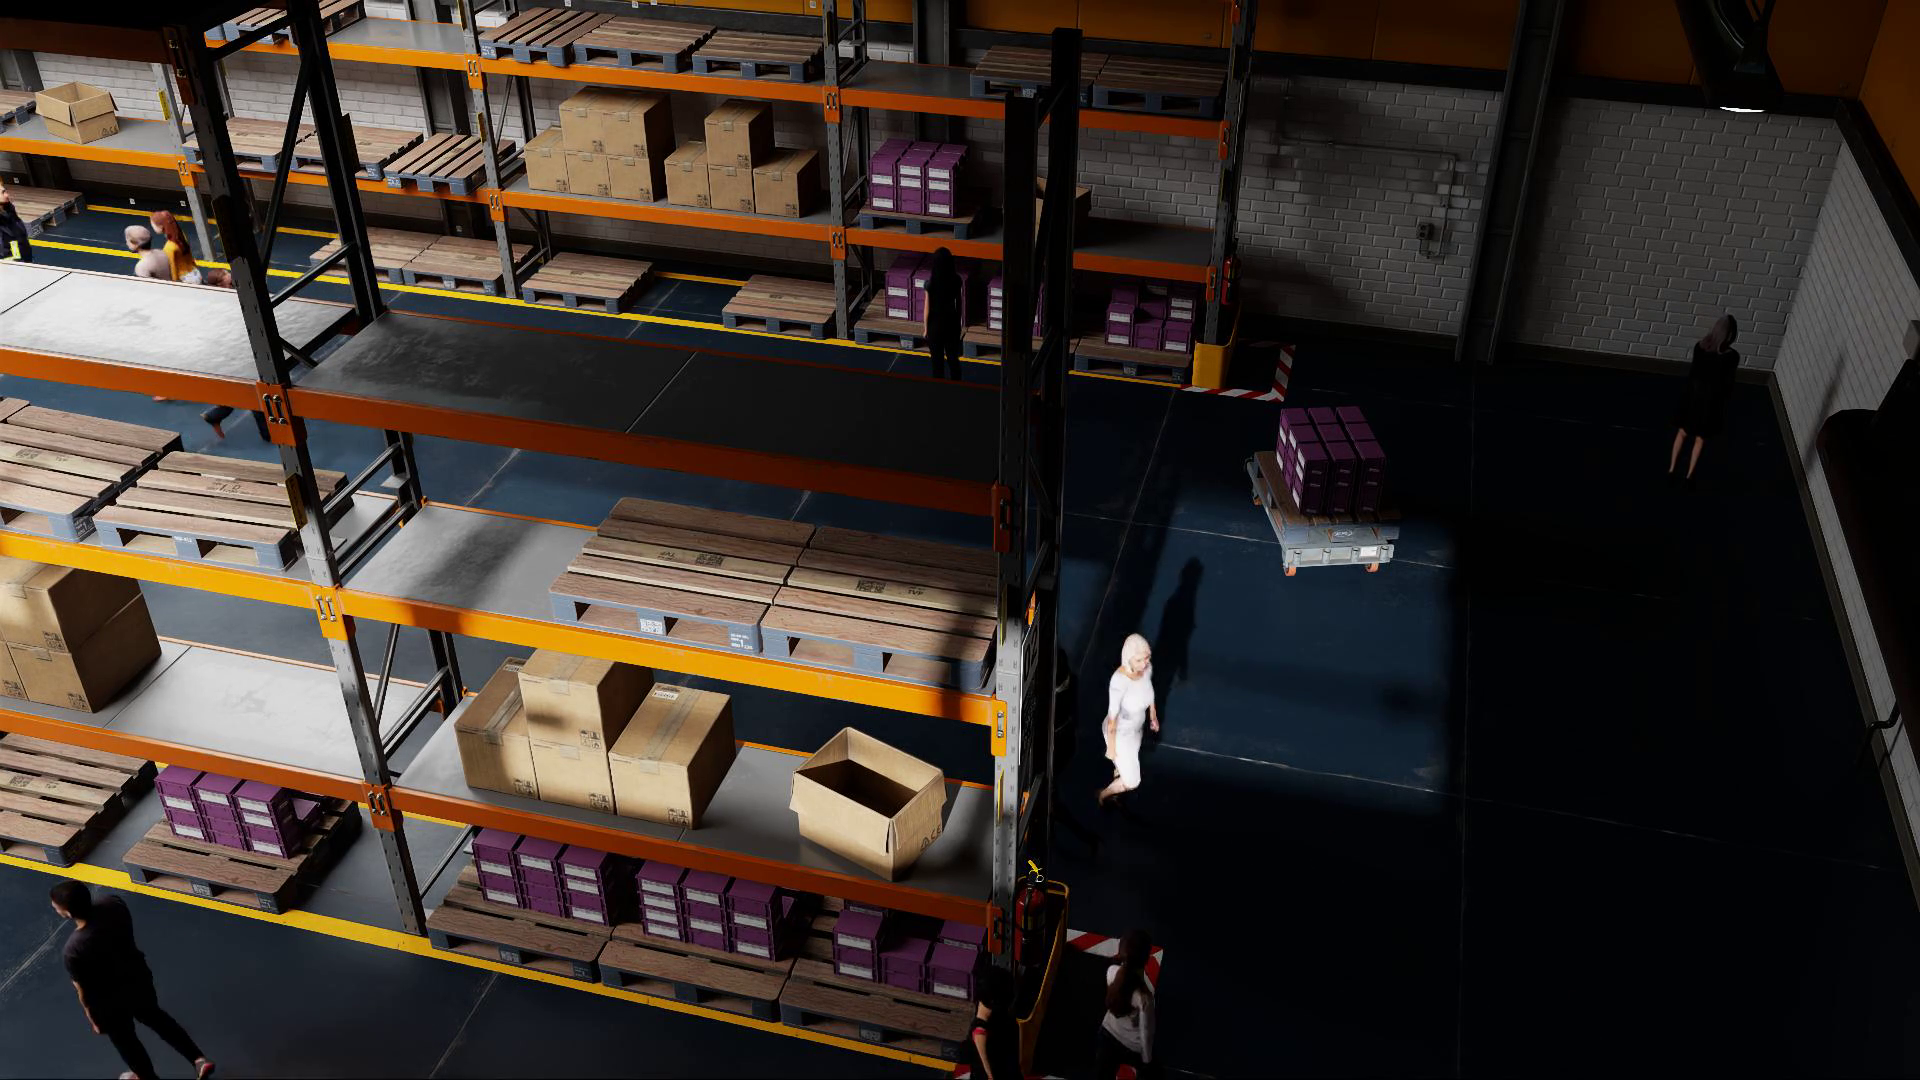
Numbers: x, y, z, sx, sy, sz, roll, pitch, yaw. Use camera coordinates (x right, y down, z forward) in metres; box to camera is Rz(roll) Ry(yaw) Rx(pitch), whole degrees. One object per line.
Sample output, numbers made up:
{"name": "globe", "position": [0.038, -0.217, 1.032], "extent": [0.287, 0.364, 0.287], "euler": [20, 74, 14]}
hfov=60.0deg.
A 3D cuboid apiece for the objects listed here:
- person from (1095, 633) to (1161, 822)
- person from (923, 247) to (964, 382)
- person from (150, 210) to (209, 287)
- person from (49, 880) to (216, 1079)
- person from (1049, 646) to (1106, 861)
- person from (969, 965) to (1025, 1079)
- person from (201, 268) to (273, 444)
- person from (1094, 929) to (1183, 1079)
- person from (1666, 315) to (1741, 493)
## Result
{"name": "person", "position": [1.072, 1.292, 11.408], "extent": [0.724, 1.737, 0.737], "euler": [16, 37, 23]}
{"name": "person", "position": [-0.160, -2.090, 16.496], "extent": [0.607, 1.737, 0.691], "euler": [-13, 36, -18]}
{"name": "person", "position": [-7.916, -2.622, 17.301], "extent": [0.788, 1.732, 0.741], "euler": [0, 34, 1]}
{"name": "person", "position": [-4.695, 2.583, 9.459], "extent": [0.866, 1.744, 0.655], "euler": [9, 35, 14]}
{"name": "person", "position": [0.682, 1.474, 11.099], "extent": [0.986, 1.776, 0.815], "euler": [26, 42, 34]}
{"name": "person", "position": [0.126, 2.929, 9.129], "extent": [0.884, 1.533, 0.553], "euler": [7, 34, 11]}
{"name": "person", "position": [-6.979, -1.722, 15.855], "extent": [1.172, 1.834, 0.965], "euler": [-6, 34, -9]}
{"name": "person", "position": [0.852, 2.845, 9.279], "extent": [0.938, 1.507, 1.007], "euler": [-26, 41, -33]}
{"name": "person", "position": [6.815, -1.260, 15.243], "extent": [0.759, 1.742, 0.664], "euler": [-28, 43, -36]}
